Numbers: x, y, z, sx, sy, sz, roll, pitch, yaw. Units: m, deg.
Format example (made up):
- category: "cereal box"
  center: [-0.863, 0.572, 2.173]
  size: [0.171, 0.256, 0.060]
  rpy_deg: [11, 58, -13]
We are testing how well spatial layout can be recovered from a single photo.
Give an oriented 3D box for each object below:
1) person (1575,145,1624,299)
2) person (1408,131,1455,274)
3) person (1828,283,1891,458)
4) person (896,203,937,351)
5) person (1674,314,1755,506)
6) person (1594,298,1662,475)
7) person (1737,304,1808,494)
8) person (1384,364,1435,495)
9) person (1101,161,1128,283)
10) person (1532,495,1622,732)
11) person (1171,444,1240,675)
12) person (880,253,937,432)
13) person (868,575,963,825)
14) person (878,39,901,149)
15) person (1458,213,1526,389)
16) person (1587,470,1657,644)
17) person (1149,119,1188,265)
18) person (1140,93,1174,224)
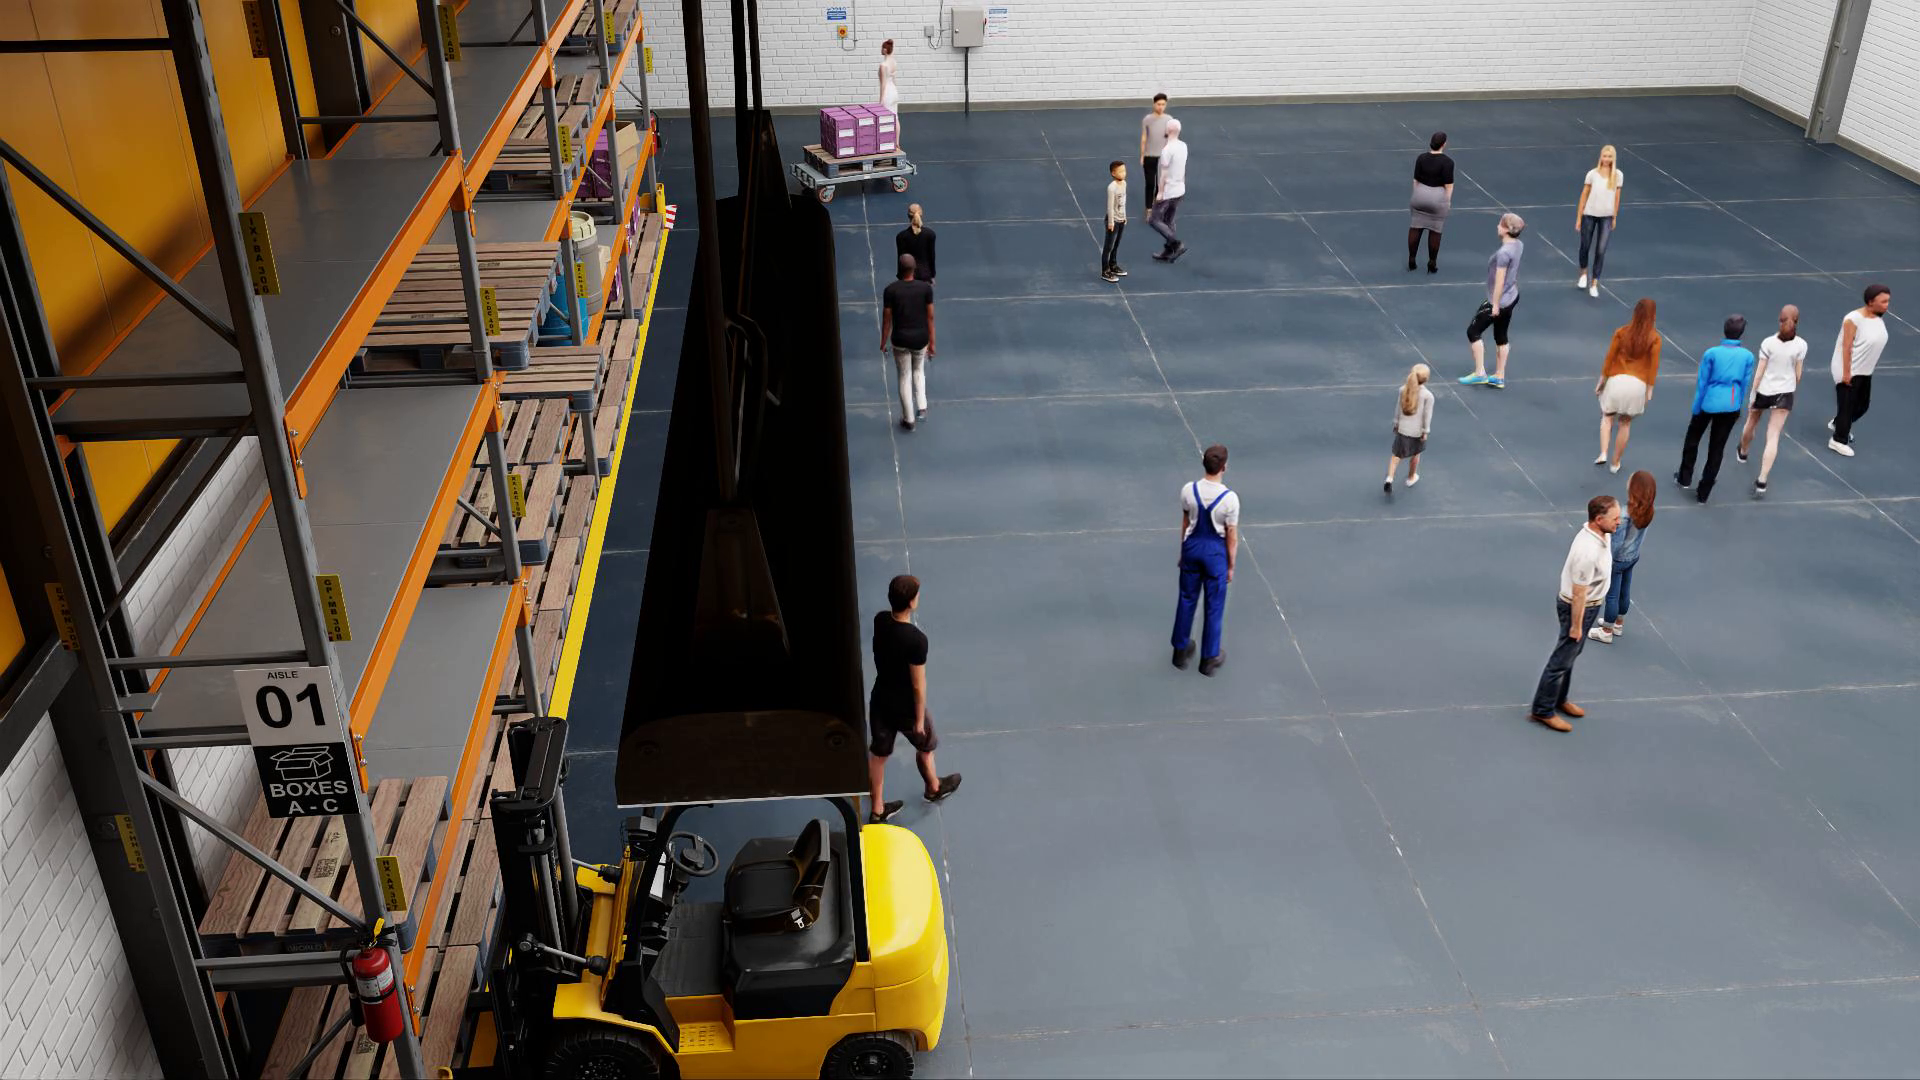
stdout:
- category: "person"
  center: [7.649, -3.867, 20.000]
  size: [0.867, 1.781, 1.122]
  rpy_deg: [8, 30, 15]
- category: "person"
  center: [5.828, -4.184, 20.604]
  size: [0.774, 1.760, 0.828]
  rpy_deg: [20, 35, 32]
- category: "person"
  center: [8.654, -1.684, 16.104]
  size: [0.784, 1.680, 0.818]
  rpy_deg: [-14, 32, -24]
- category: "person"
  center: [-0.476, -2.852, 18.217]
  size: [0.646, 1.707, 0.603]
  rpy_deg: [-8, 30, -14]
- category: "person"
  center: [6.852, -1.143, 15.008]
  size: [0.747, 1.779, 0.839]
  rpy_deg: [8, 30, 14]
- category: "person"
  center: [6.216, -1.398, 15.559]
  size: [0.818, 1.699, 0.868]
  rpy_deg: [14, 32, 24]
- category: "person"
  center: [7.495, -1.262, 15.310]
  size: [0.895, 1.699, 1.246]
  rpy_deg: [9, 30, 16]
- category: "person"
  center: [4.129, -1.015, 15.318]
  size: [0.790, 1.259, 0.879]
  rpy_deg: [19, 34, 31]
- category: "person"
  center: [1.910, -3.946, 20.478]
  size: [0.693, 1.463, 0.605]
  rpy_deg: [16, 33, 27]
- category: "person"
  center: [4.424, 0.486, 11.947]
  size: [0.805, 1.851, 0.719]
  rpy_deg: [17, 33, 29]
- category: "person"
  center: [1.847, 0.136, 12.592]
  size: [0.707, 1.849, 0.729]
  rpy_deg: [13, 31, 23]
- category: "person"
  center: [-0.480, -1.907, 16.400]
  size: [0.734, 1.789, 0.722]
  rpy_deg: [-9, 30, -16]
- category: "person"
  center: [-0.470, 1.093, 10.855]
  size: [1.060, 1.832, 1.108]
  rpy_deg: [23, 36, 35]
- category: "person"
  center: [-1.063, -6.655, 25.102]
  size: [0.694, 1.791, 0.590]
  rpy_deg: [14, 32, 24]
- category: "person"
  center: [5.701, -2.454, 17.317]
  size: [0.860, 1.871, 0.801]
  rpy_deg: [23, 36, 35]
- category: "person"
  center: [5.194, 0.120, 13.010]
  size: [0.642, 1.477, 0.672]
  rpy_deg: [-22, 36, -35]
- category: "person"
  center: [2.698, -4.321, 20.795]
  size: [0.951, 1.818, 0.895]
  rpy_deg: [19, 34, 30]
- category: "person"
  center: [2.677, -5.216, 22.558]
  size: [0.699, 1.700, 0.979]
  rpy_deg: [1, 29, 2]
